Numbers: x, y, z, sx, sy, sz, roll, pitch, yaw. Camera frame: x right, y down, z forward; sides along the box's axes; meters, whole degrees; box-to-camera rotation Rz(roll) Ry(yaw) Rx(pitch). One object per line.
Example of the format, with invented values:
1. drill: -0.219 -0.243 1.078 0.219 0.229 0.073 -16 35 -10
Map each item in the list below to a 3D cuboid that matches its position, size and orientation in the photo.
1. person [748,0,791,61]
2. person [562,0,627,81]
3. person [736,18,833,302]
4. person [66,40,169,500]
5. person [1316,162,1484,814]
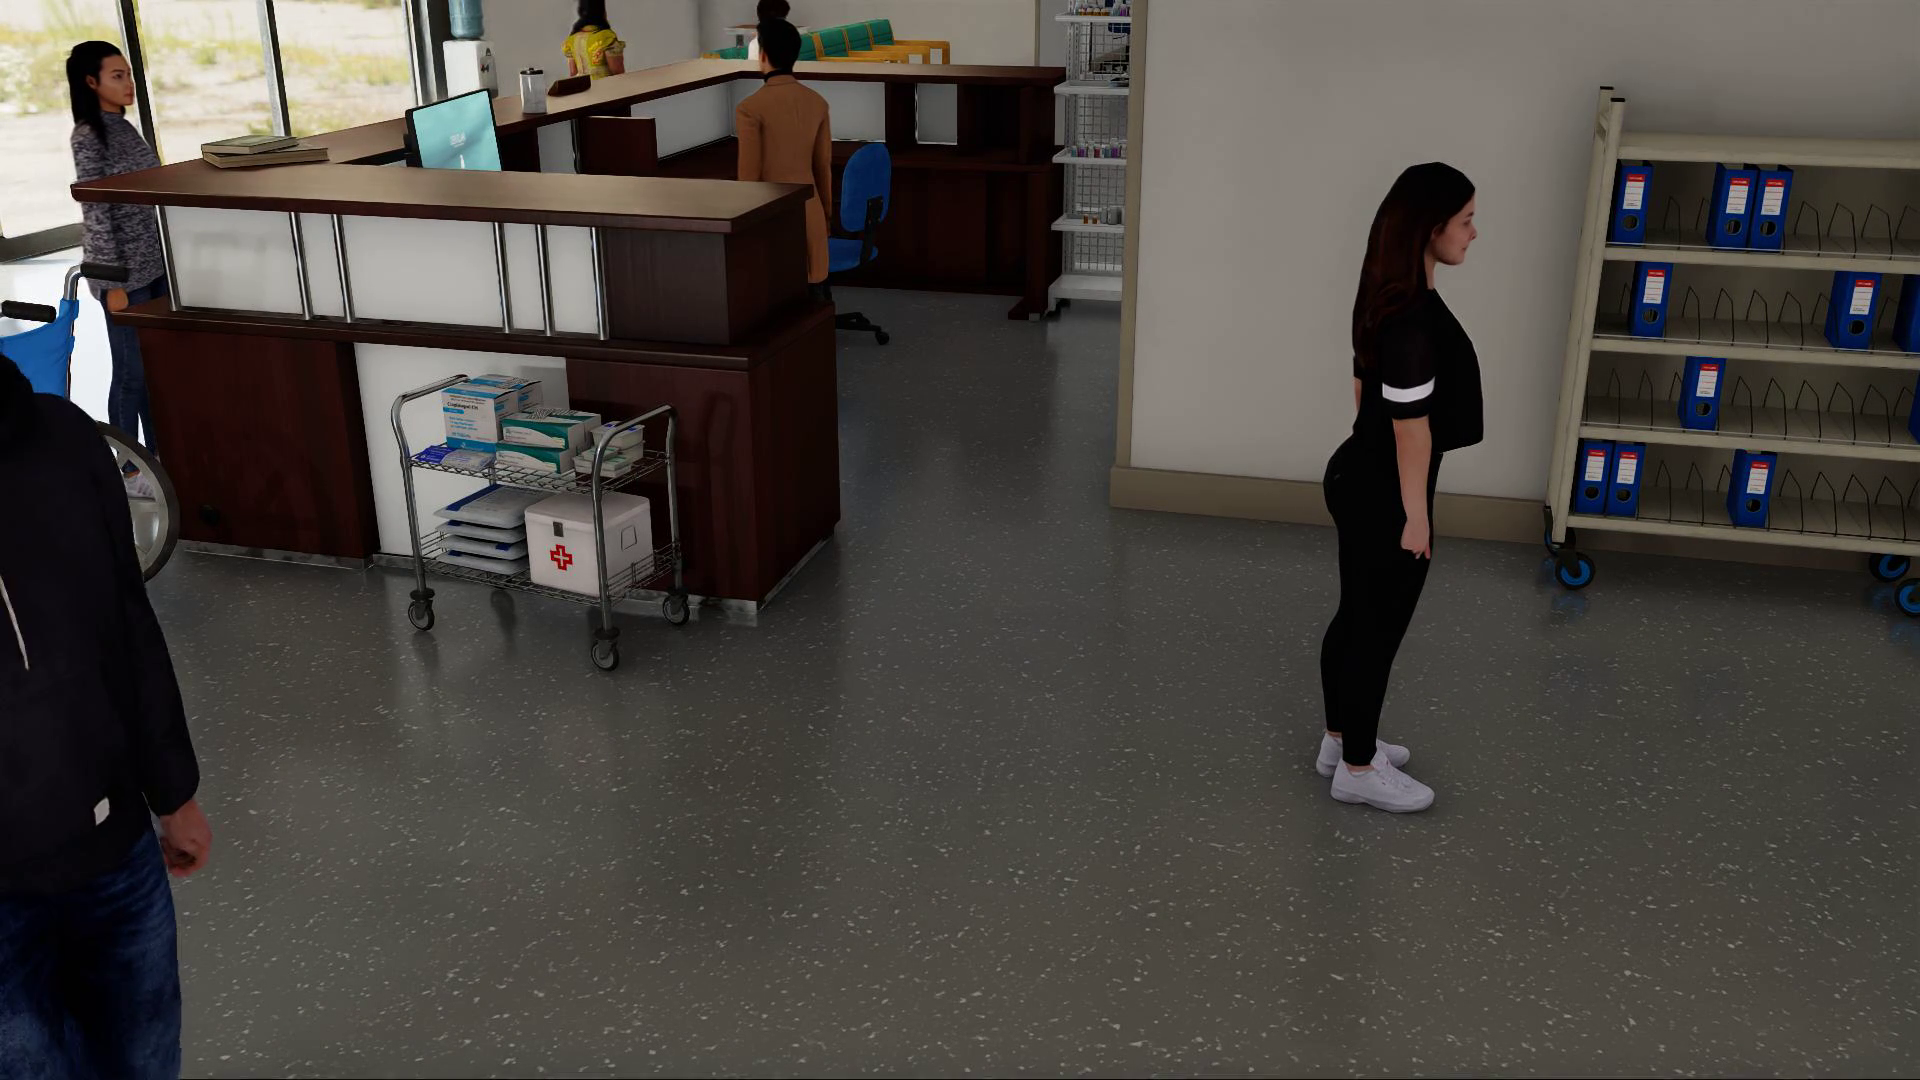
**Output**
1. person: -1.330 -2.836 11.321 0.804 1.645 0.803 15 26 35
2. person: -2.590 -3.085 11.961 0.801 1.659 0.980 10 23 26
3. person: -0.787 -1.472 7.545 0.764 1.726 0.805 -15 26 -35
4. person: -3.230 -1.046 6.474 0.623 1.731 0.676 -1 21 -2
5. person: 1.068 -0.121 4.163 0.657 1.638 0.660 0 21 1
